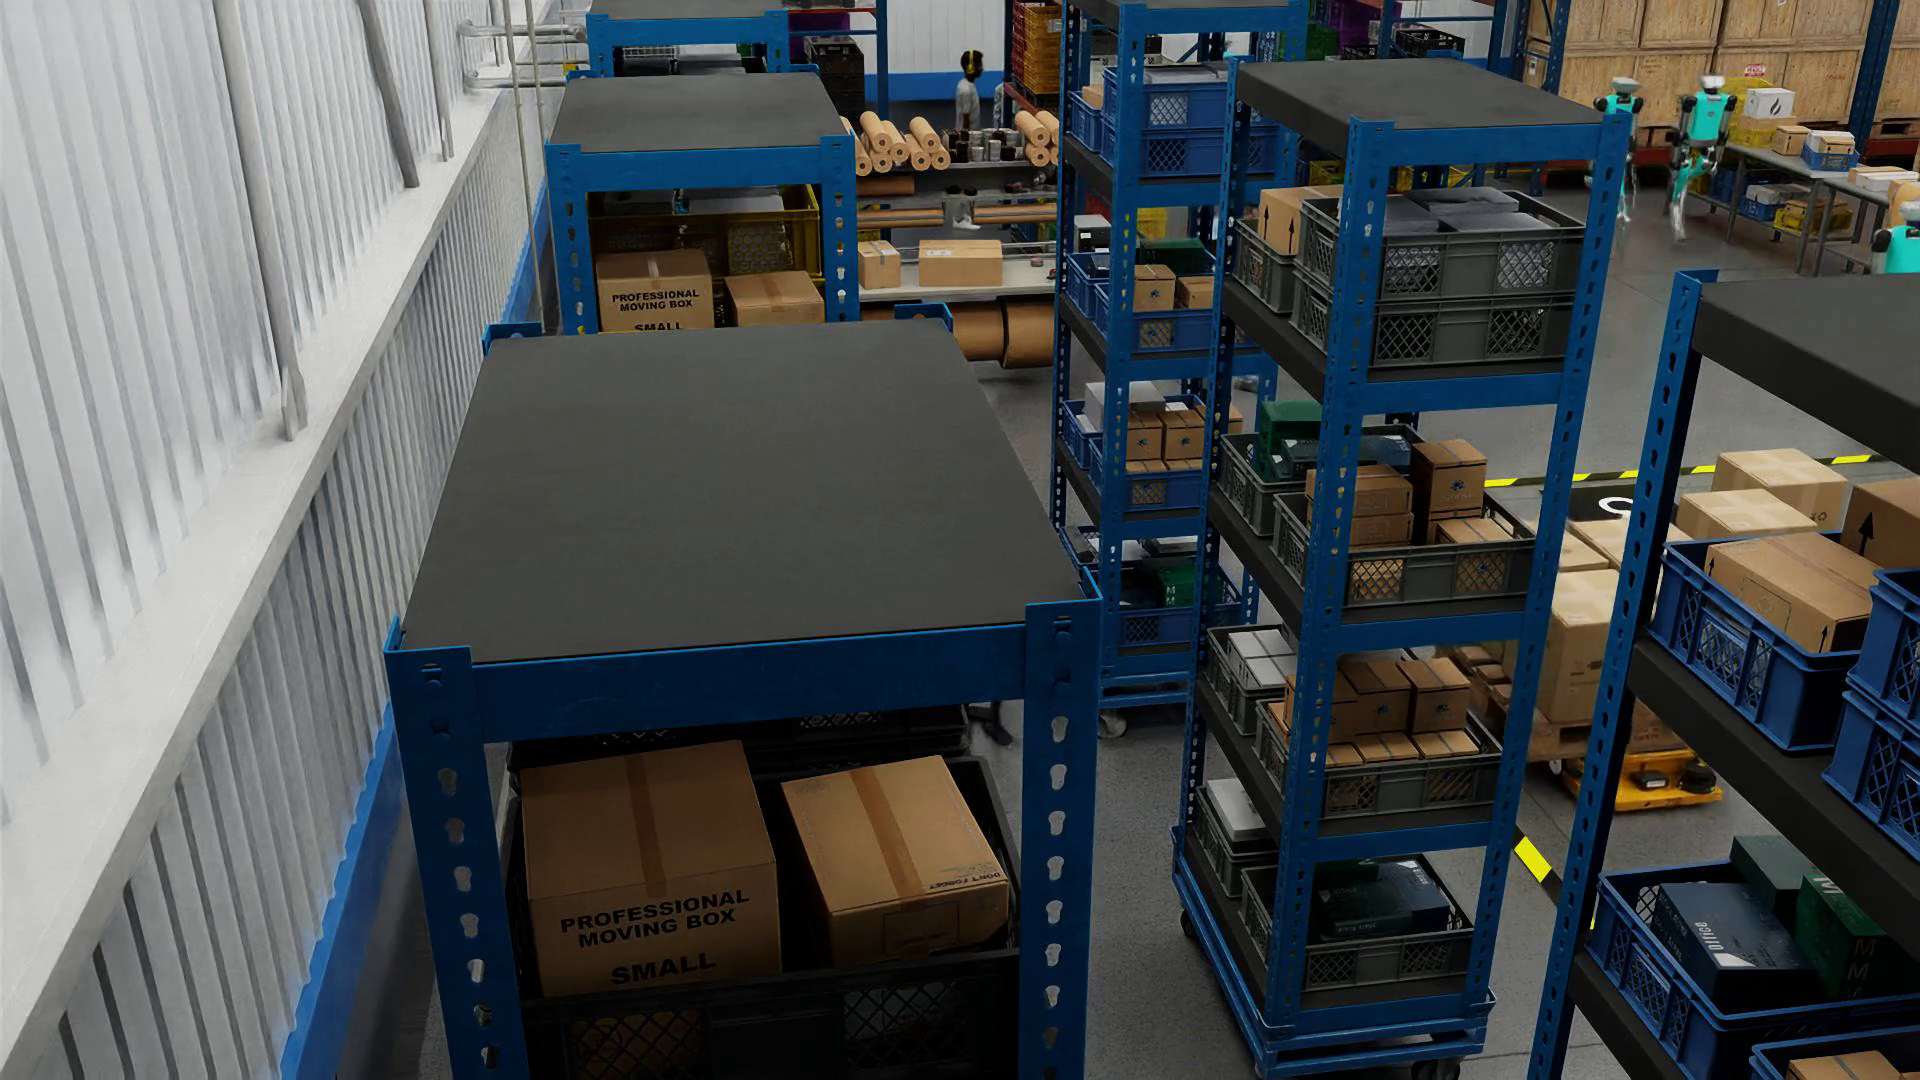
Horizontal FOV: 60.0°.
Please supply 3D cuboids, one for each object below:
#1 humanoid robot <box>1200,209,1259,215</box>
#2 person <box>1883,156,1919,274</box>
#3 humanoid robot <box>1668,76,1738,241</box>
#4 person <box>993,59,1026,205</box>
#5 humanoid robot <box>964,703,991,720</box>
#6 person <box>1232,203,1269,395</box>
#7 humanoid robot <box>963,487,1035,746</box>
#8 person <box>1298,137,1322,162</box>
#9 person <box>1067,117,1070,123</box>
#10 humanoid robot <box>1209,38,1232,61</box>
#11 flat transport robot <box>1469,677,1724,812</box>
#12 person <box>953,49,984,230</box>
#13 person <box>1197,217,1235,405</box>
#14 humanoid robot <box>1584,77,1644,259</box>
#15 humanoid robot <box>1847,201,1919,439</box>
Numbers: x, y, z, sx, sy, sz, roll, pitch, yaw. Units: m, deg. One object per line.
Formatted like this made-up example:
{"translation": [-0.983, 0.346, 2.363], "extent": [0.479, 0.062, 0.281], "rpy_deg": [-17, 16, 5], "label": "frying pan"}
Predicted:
{"translation": [2.992, -4.339, 18.106], "extent": [0.722, 1.613, 0.613], "rpy_deg": [-2, 25, -5], "label": "humanoid robot"}
{"translation": [7.367, -2.122, 12.929], "extent": [0.380, 1.926, 0.543], "rpy_deg": [0, 25, -1], "label": "person"}
{"translation": [7.464, -3.905, 17.018], "extent": [0.541, 1.726, 0.977], "rpy_deg": [0, 25, 0], "label": "humanoid robot"}
{"translation": [0.594, -4.381, 18.057], "extent": [0.483, 1.742, 0.293], "rpy_deg": [2, 25, 5], "label": "person"}
{"translation": [0.039, 0.090, 8.397], "extent": [0.315, 1.659, 0.599], "rpy_deg": [-7, 26, -14], "label": "humanoid robot"}
{"translation": [2.136, -2.021, 12.925], "extent": [0.702, 1.745, 0.526], "rpy_deg": [14, 28, 27], "label": "person"}
{"translation": [0.137, 0.225, 8.122], "extent": [0.601, 1.657, 0.353], "rpy_deg": [-7, 26, -15], "label": "humanoid robot"}
{"translation": [3.955, -4.652, 18.550], "extent": [0.416, 1.831, 0.505], "rpy_deg": [10, 27, 21], "label": "person"}
{"translation": [1.230, -4.343, 17.846], "extent": [0.353, 1.861, 0.510], "rpy_deg": [1, 25, 1], "label": "person"}
{"translation": [3.132, -4.959, 19.303], "extent": [0.976, 1.733, 0.532], "rpy_deg": [-12, 27, -24], "label": "humanoid robot"}
{"translation": [3.141, 0.878, 8.356], "extent": [0.652, 0.197, 1.431], "rpy_deg": [-4, 25, -8], "label": "flat transport robot"}
{"translation": [0.088, -4.219, 17.570], "extent": [0.324, 1.862, 0.499], "rpy_deg": [0, 25, 1], "label": "person"}
{"translation": [1.699, -1.264, 11.152], "extent": [0.362, 1.852, 0.593], "rpy_deg": [-4, 25, -9], "label": "person"}
{"translation": [6.501, -3.556, 16.393], "extent": [0.546, 1.894, 0.725], "rpy_deg": [-8, 26, -16], "label": "humanoid robot"}
{"translation": [6.652, -1.402, 11.635], "extent": [0.540, 1.793, 0.813], "rpy_deg": [0, 25, 1], "label": "humanoid robot"}
